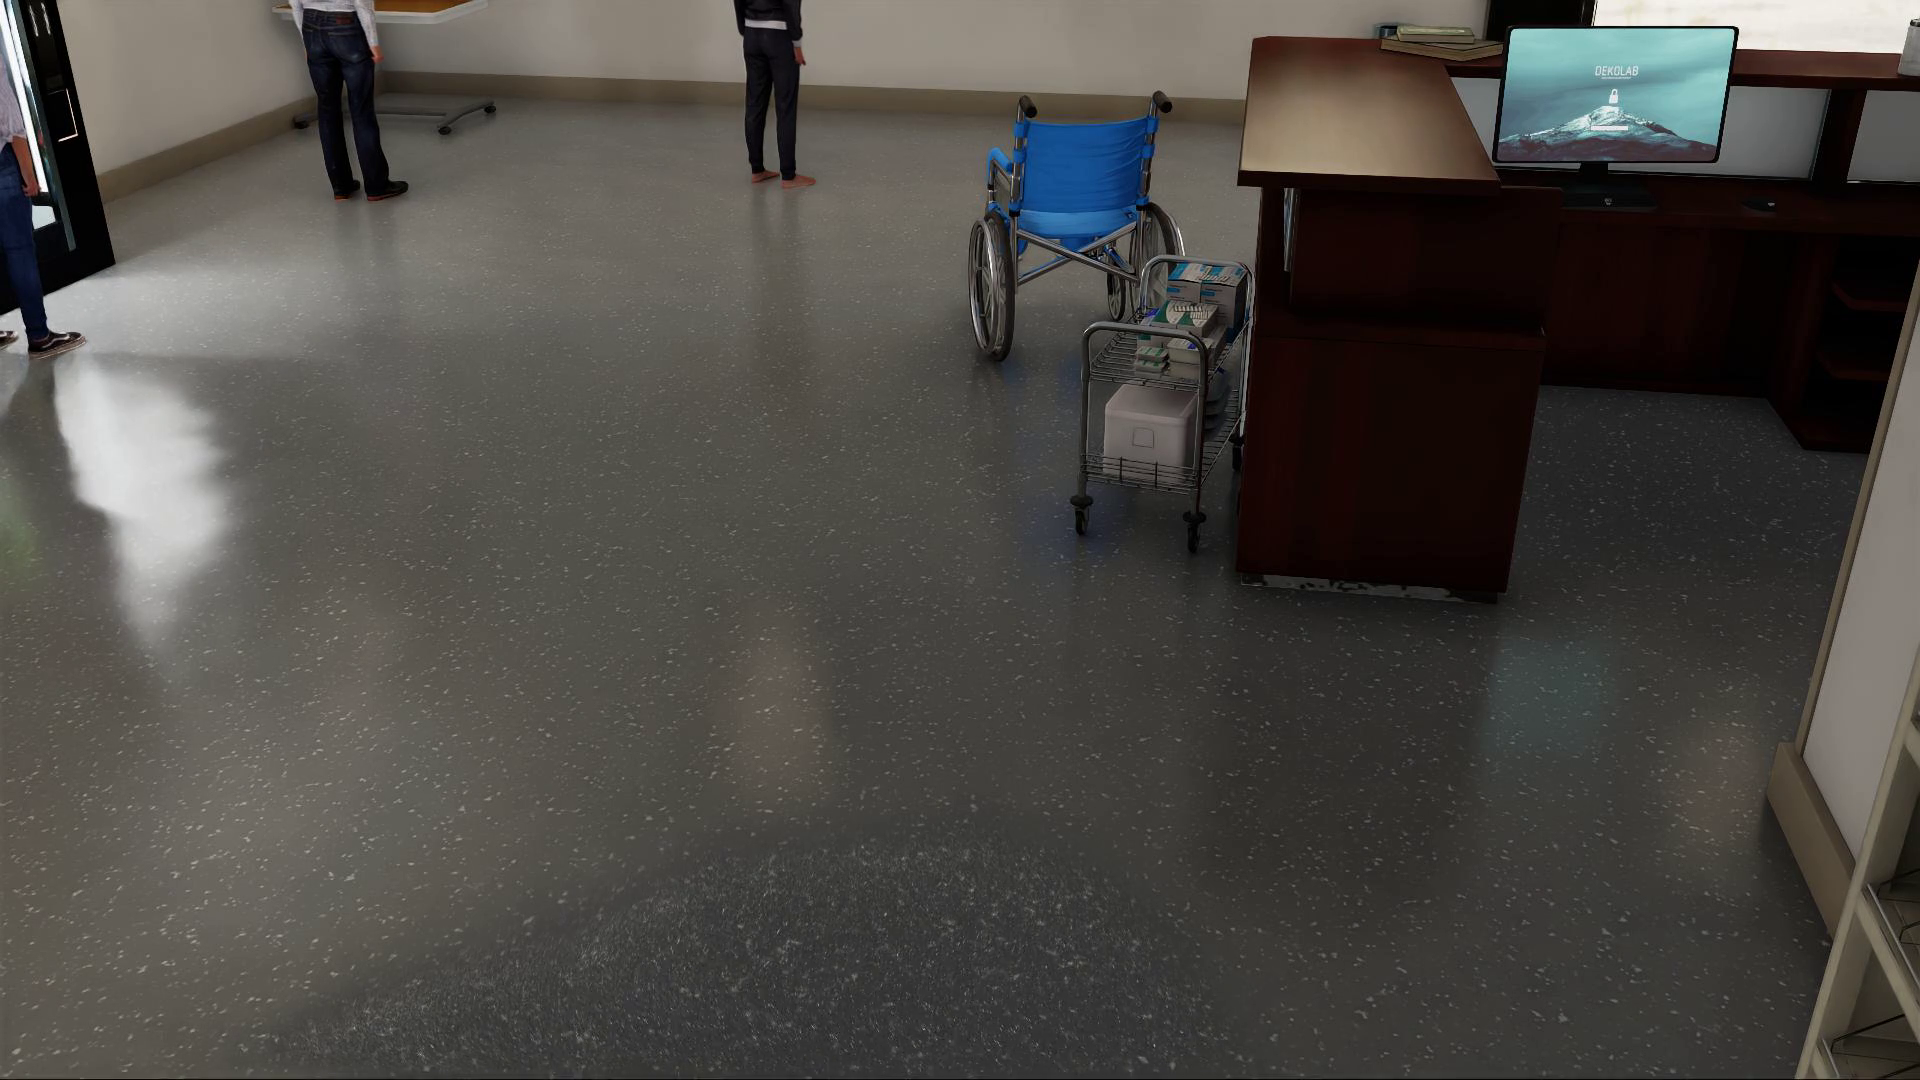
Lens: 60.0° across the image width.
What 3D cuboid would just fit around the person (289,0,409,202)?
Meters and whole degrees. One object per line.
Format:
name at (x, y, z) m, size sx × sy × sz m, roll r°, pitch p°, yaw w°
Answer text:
person at (-3.513, -2.843, 9.377) m, size 0.656 × 1.820 × 0.573 m, roll 6°, pitch 26°, yaw 12°

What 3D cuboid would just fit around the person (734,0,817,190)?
person at (-1.107, -2.950, 9.708) m, size 0.690 × 1.726 × 0.676 m, roll 18°, pitch 31°, yaw 33°

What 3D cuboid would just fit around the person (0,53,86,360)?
person at (-4.135, -1.615, 6.955) m, size 0.638 × 1.711 × 0.583 m, roll 4°, pitch 26°, yaw 8°
